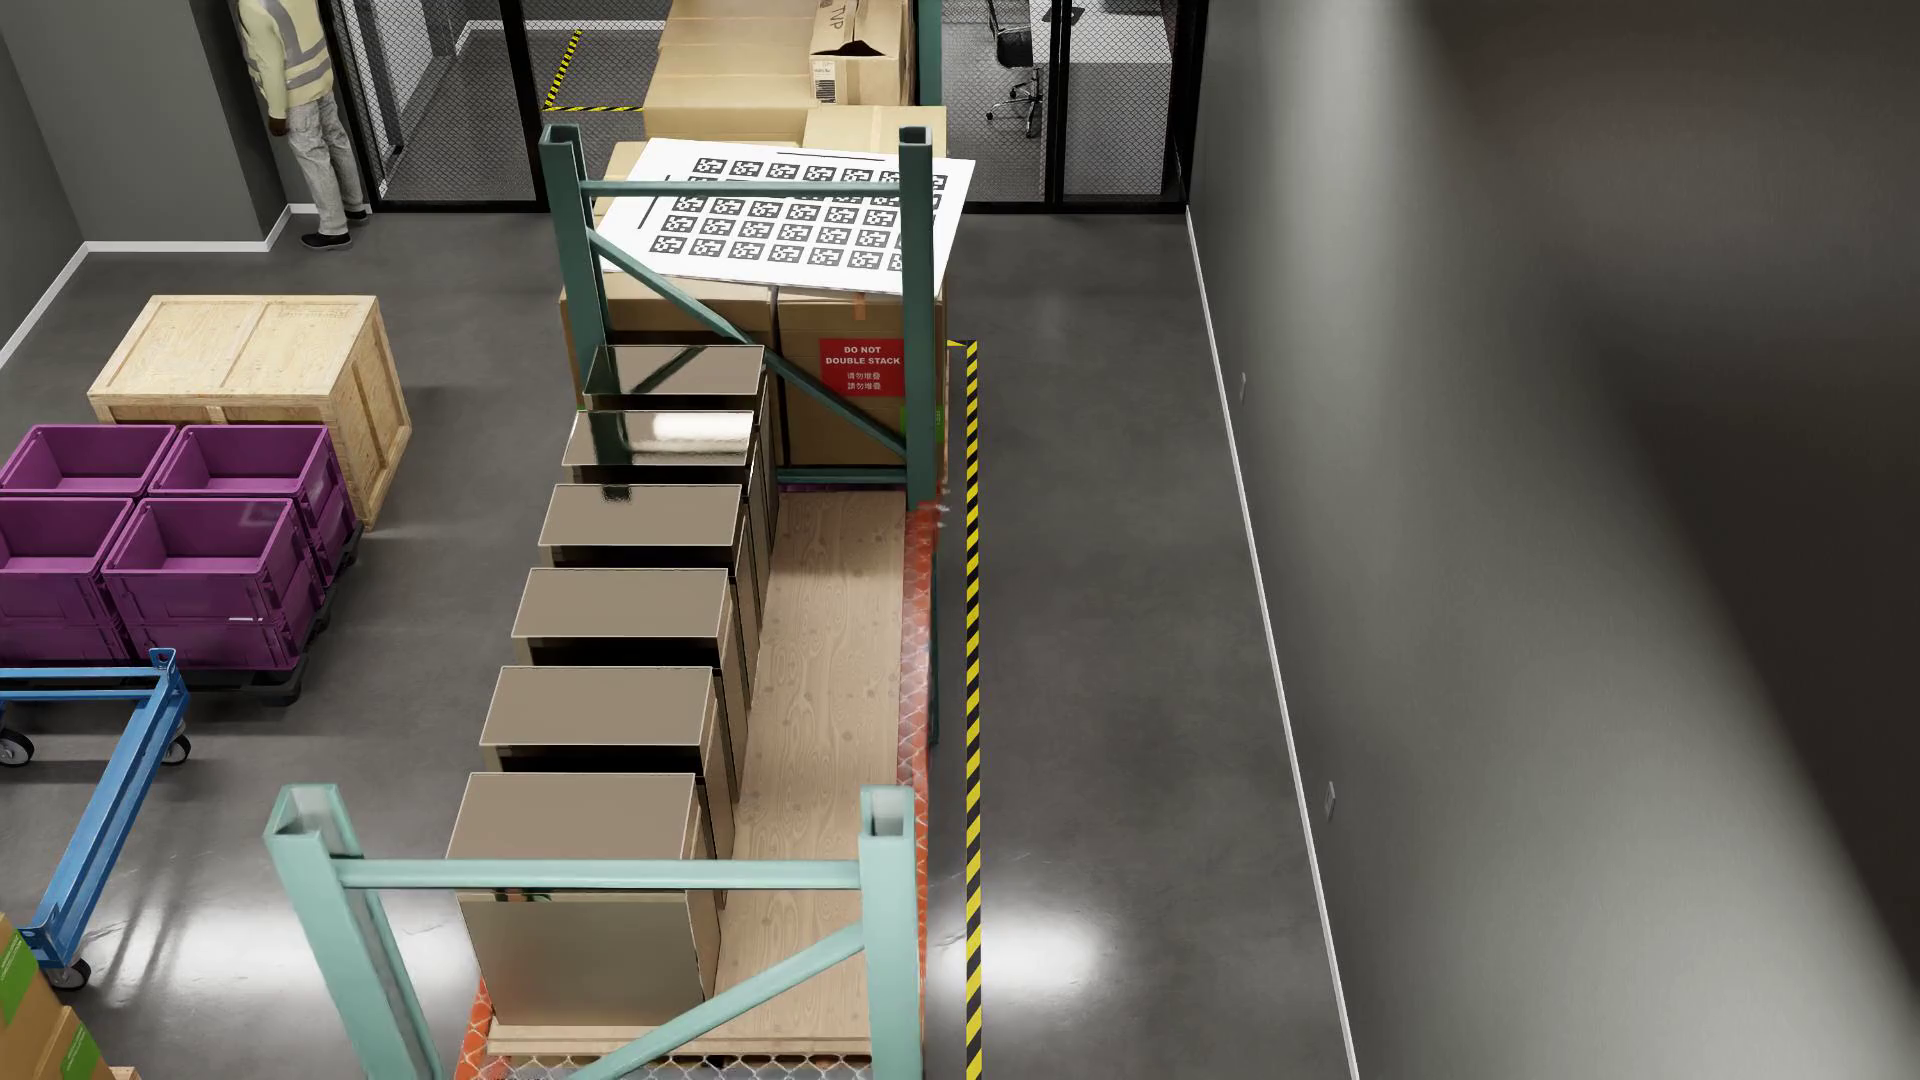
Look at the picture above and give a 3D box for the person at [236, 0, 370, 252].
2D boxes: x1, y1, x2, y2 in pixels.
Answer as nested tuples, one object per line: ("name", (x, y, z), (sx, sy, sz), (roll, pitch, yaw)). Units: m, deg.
("person", (-3.479, -2.382, 8.688), (0.404, 1.834, 0.591), (6, 42, 7))
